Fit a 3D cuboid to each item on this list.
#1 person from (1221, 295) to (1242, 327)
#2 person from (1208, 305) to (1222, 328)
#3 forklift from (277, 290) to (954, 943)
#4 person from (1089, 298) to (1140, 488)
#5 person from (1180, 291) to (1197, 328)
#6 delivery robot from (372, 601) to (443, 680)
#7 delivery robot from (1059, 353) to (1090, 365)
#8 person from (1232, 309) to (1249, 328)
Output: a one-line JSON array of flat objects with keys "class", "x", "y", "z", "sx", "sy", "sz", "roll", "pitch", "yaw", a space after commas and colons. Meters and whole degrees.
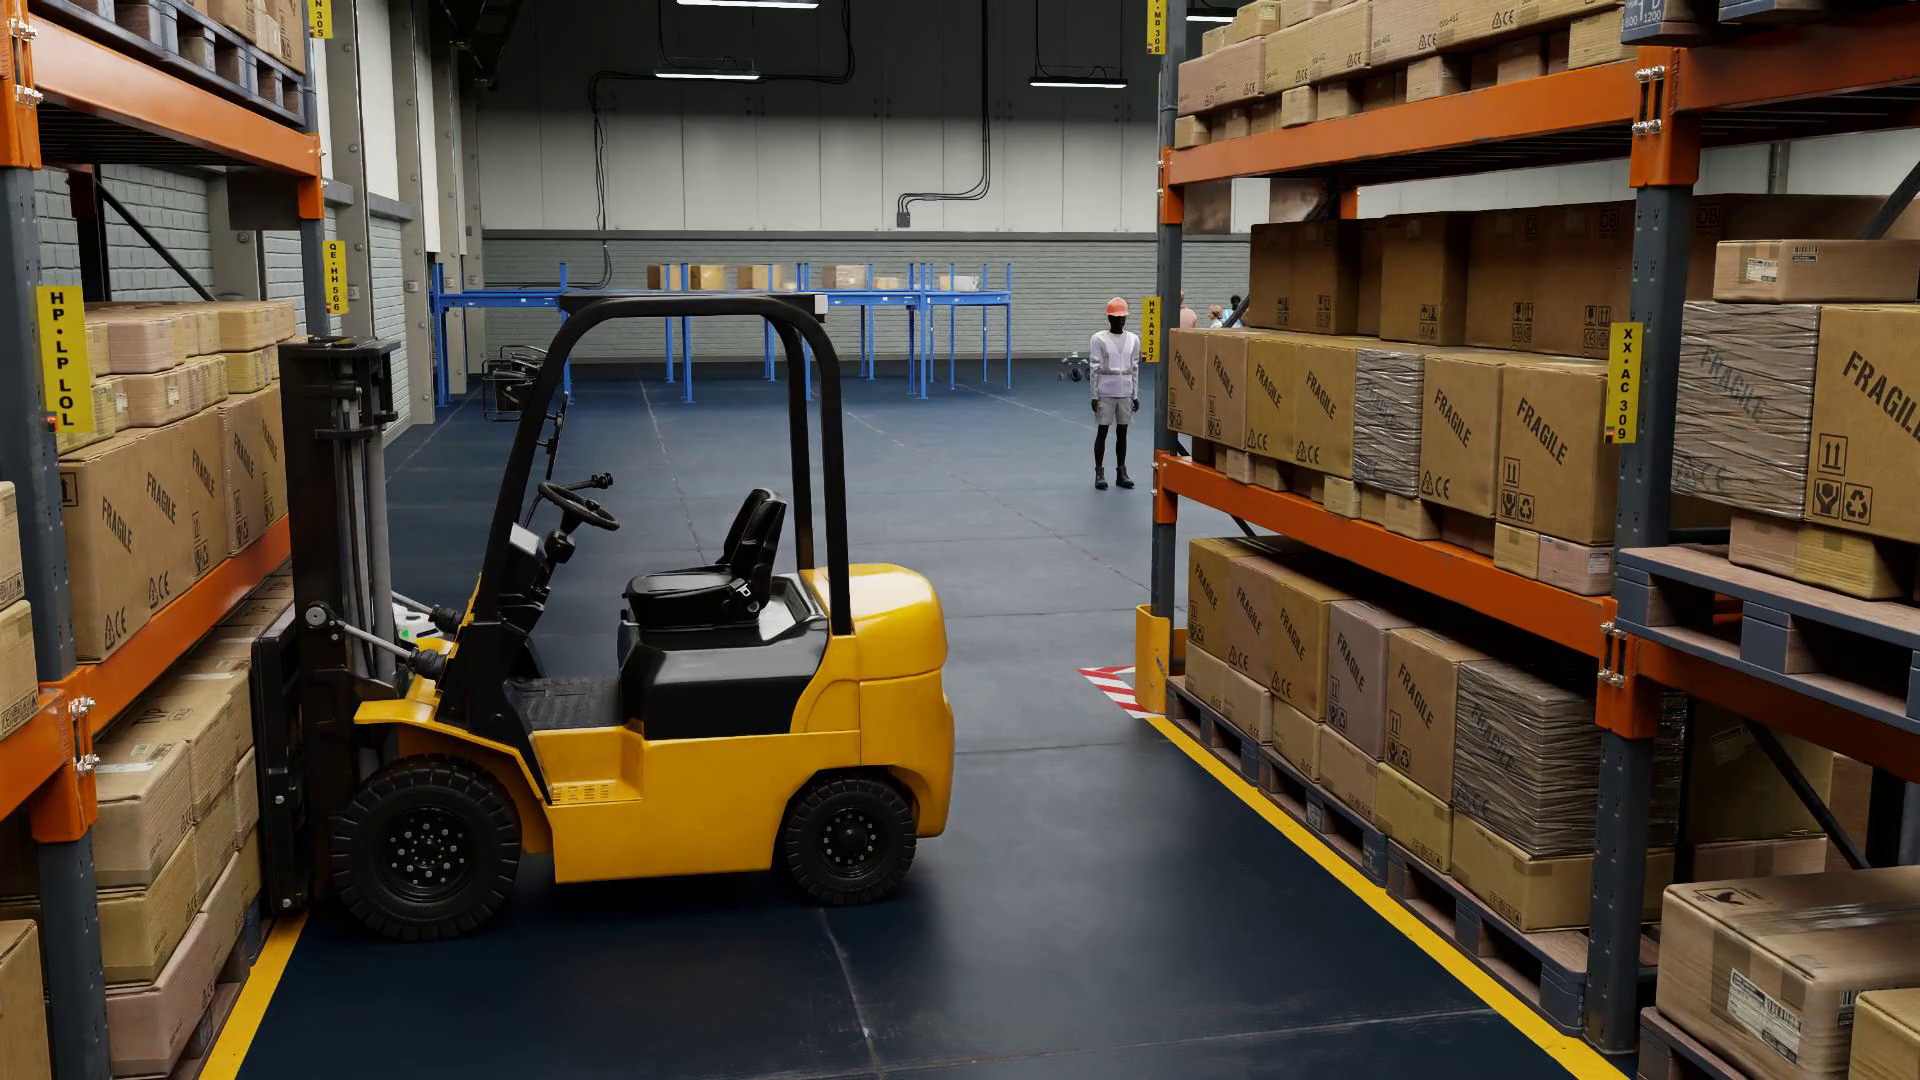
[{"class": "person", "x": 5.736, "y": -4.313, "z": 34.936, "sx": 0.539, "sy": 1.675, "sz": 0.652, "roll": 1, "pitch": 9, "yaw": 7}, {"class": "person", "x": 4.098, "y": -2.951, "z": 26.752, "sx": 0.309, "sy": 1.641, "sz": 0.515, "roll": 0, "pitch": 9, "yaw": 0}, {"class": "forklift", "x": -1.179, "y": 0.175, "z": 6.143, "sx": 2.313, "sy": 2.155, "sz": 1.214, "roll": -2, "pitch": 10, "yaw": -12}, {"class": "person", "x": 1.592, "y": -1.504, "z": 17.028, "sx": 0.544, "sy": 1.939, "sz": 0.354, "roll": -3, "pitch": 10, "yaw": -18}, {"class": "person", "x": 3.261, "y": -2.823, "z": 25.146, "sx": 0.646, "sy": 1.913, "sz": 0.409, "roll": -5, "pitch": 11, "yaw": -28}, {"class": "delivery robot", "x": -3.123, "y": 0.497, "z": 8.879, "sx": 0.707, "sy": 0.478, "sz": 0.477, "roll": 4, "pitch": 10, "yaw": 22}, {"class": "delivery robot", "x": 2.300, "y": -3.628, "z": 33.232, "sx": 0.335, "sy": 0.223, "sz": 0.698, "roll": -9, "pitch": 13, "yaw": -44}, {"class": "person", "x": 4.250, "y": -2.646, "z": 24.918, "sx": 0.546, "sy": 1.620, "sz": 0.437, "roll": 5, "pitch": 10, "yaw": 26}]
